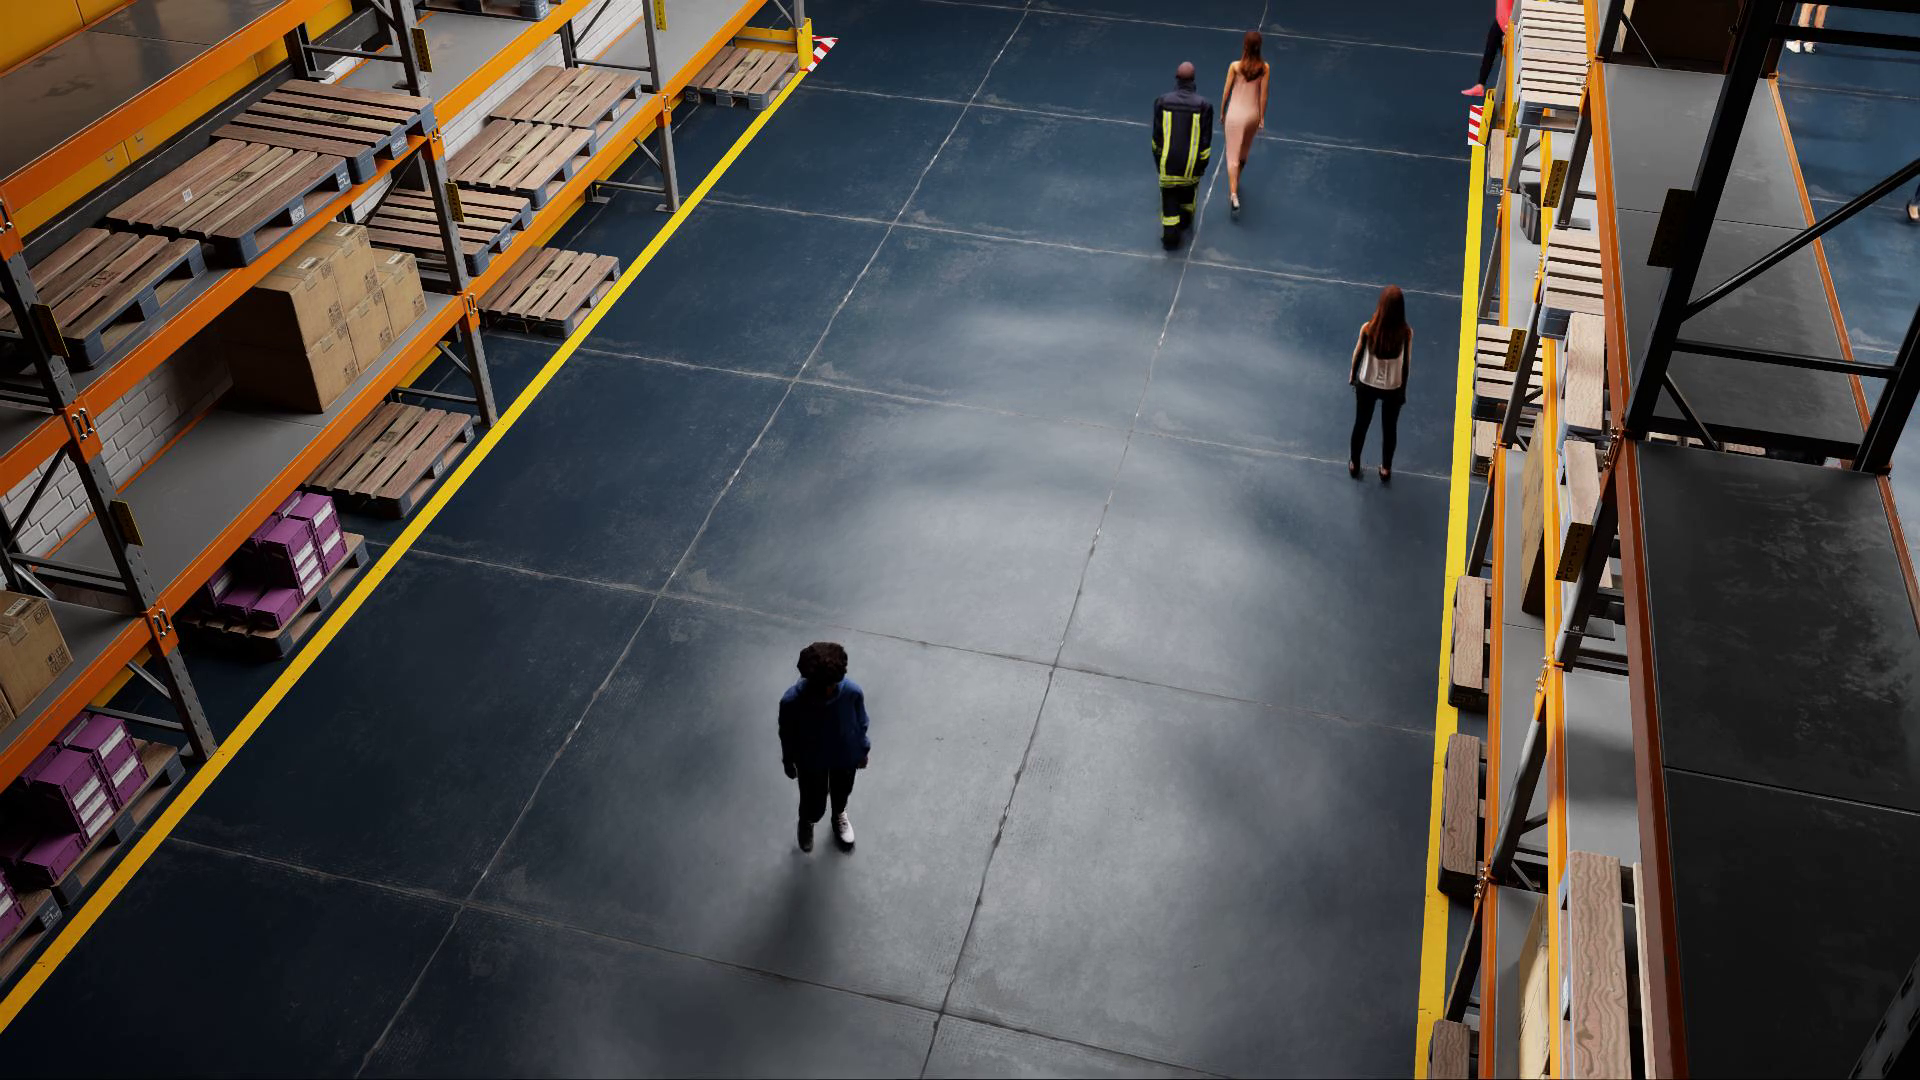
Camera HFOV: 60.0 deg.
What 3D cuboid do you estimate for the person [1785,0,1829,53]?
[{"bbox_3d":[10.320,-6.703,19.819,0.636,1.791,0.633,3,39,4],"label":"person"}]

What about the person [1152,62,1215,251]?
[{"bbox_3d":[2.110,-3.669,16.017,0.753,1.795,0.993,7,39,9],"label":"person"}]

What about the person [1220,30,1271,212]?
[{"bbox_3d":[2.827,-4.160,16.628,0.752,1.799,1.148,2,39,2],"label":"person"}]

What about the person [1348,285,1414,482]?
[{"bbox_3d":[3.262,-1.186,12.972,0.641,1.715,0.573,14,41,16],"label":"person"}]

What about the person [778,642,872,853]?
[{"bbox_3d":[-0.816,1.209,9.929,0.882,1.769,0.938,-11,40,-14],"label":"person"}]

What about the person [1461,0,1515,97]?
[{"bbox_3d":[6.239,-5.718,18.679,0.872,1.674,1.063,1,39,1],"label":"person"}]
